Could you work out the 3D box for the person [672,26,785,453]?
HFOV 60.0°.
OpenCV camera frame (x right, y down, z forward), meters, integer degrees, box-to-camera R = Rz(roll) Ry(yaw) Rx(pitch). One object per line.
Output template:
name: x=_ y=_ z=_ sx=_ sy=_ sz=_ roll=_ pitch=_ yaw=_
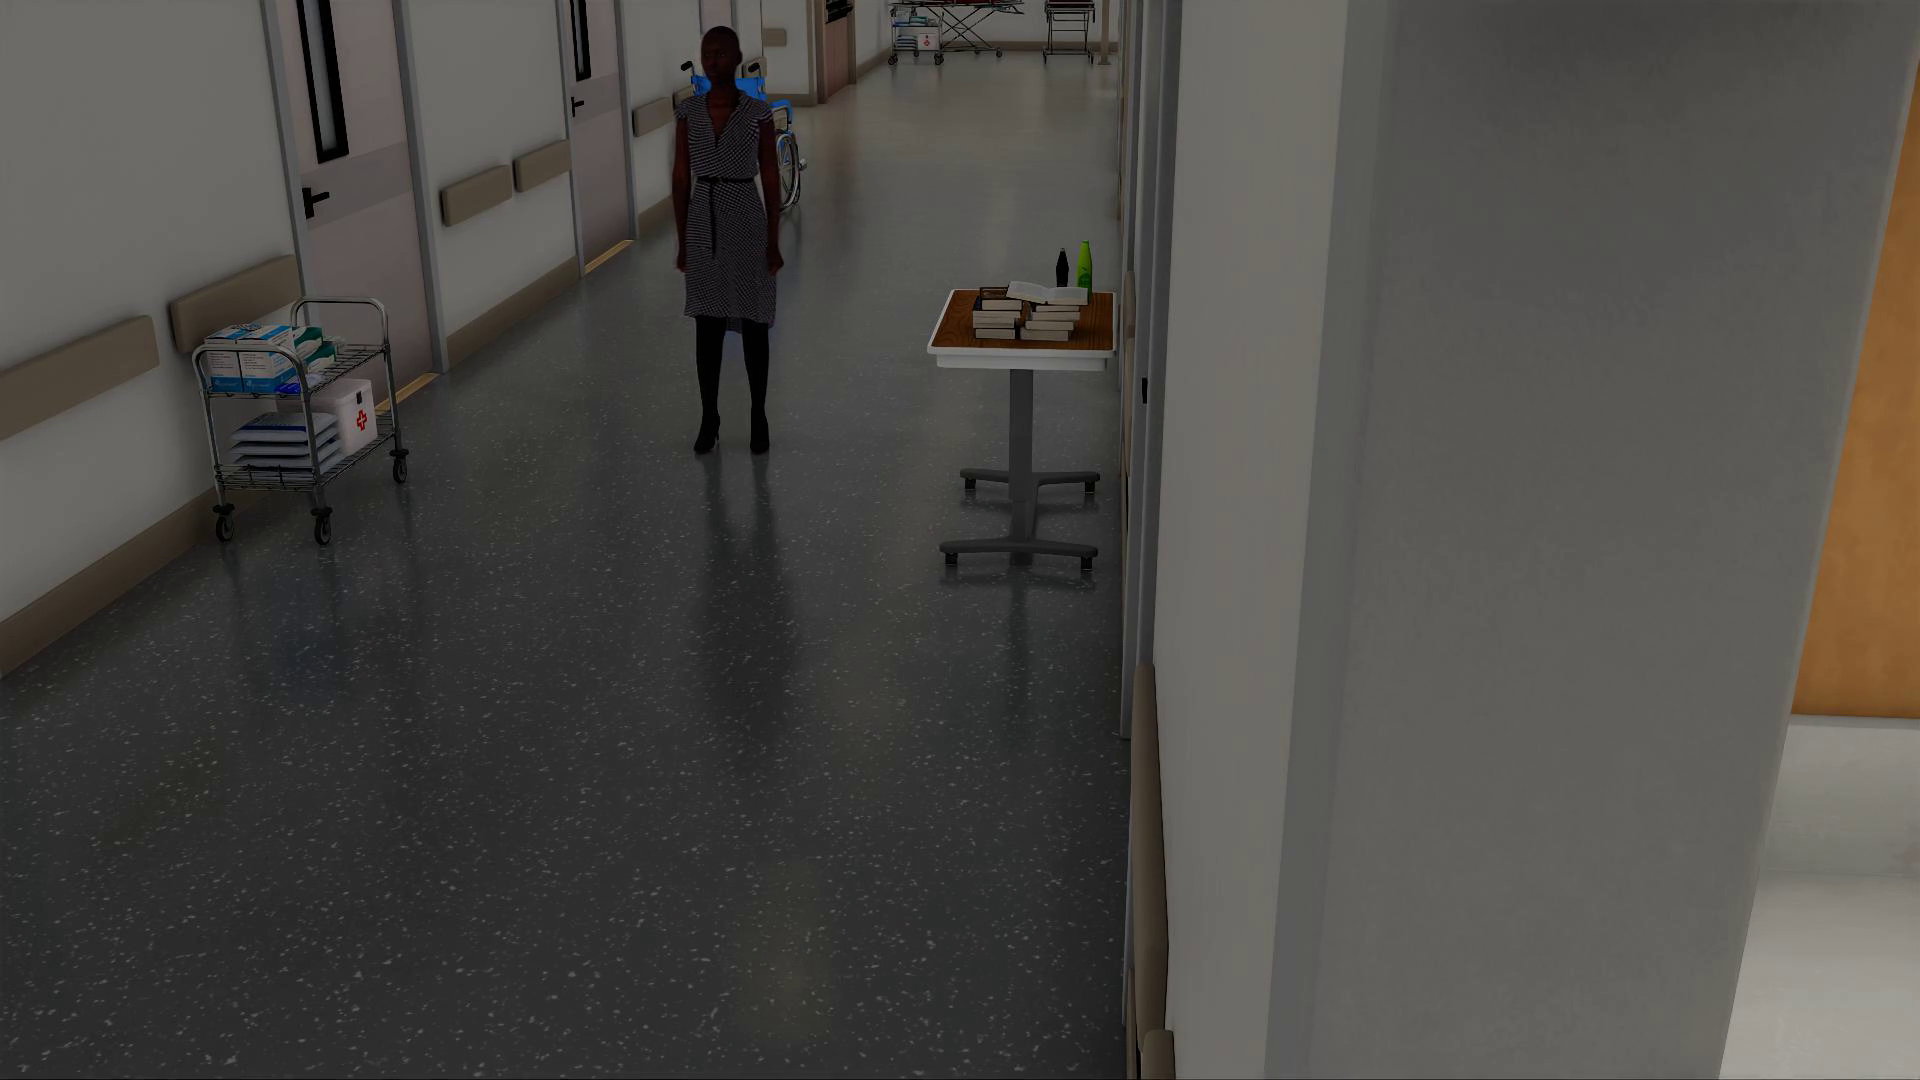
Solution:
person: x=-0.978 y=-1.253 z=7.067 sx=0.601 sy=1.788 sz=0.511 roll=2 pitch=21 yaw=4
